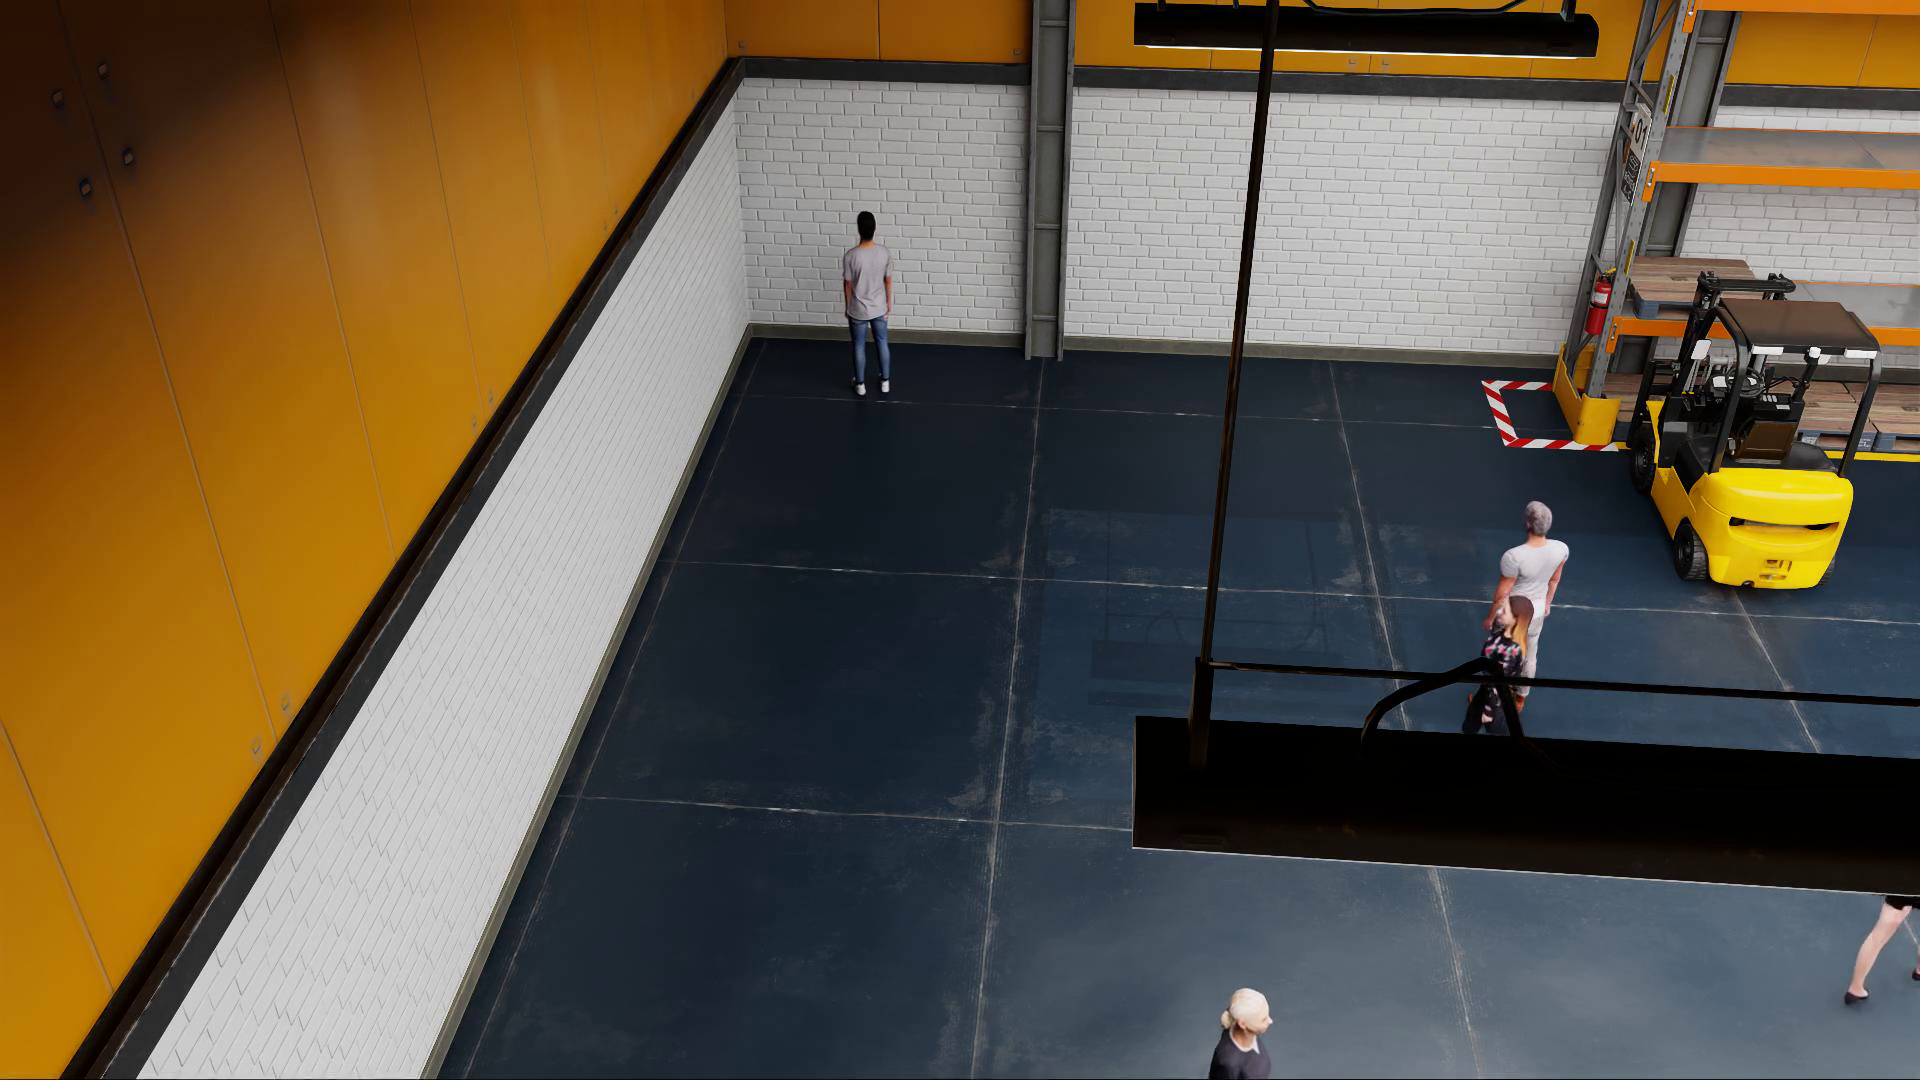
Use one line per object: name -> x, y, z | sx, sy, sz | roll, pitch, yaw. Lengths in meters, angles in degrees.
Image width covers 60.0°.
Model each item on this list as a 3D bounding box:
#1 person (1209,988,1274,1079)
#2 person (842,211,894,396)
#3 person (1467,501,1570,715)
person -> 1.349, 2.945, 8.687 | 0.660, 1.719, 0.690 | 11, 35, 16
person -> -0.913, -2.339, 16.485 | 0.671, 1.887, 0.806 | -12, 35, -17
person -> 4.124, 0.533, 12.221 | 0.653, 1.825, 0.827 | -10, 35, -15
